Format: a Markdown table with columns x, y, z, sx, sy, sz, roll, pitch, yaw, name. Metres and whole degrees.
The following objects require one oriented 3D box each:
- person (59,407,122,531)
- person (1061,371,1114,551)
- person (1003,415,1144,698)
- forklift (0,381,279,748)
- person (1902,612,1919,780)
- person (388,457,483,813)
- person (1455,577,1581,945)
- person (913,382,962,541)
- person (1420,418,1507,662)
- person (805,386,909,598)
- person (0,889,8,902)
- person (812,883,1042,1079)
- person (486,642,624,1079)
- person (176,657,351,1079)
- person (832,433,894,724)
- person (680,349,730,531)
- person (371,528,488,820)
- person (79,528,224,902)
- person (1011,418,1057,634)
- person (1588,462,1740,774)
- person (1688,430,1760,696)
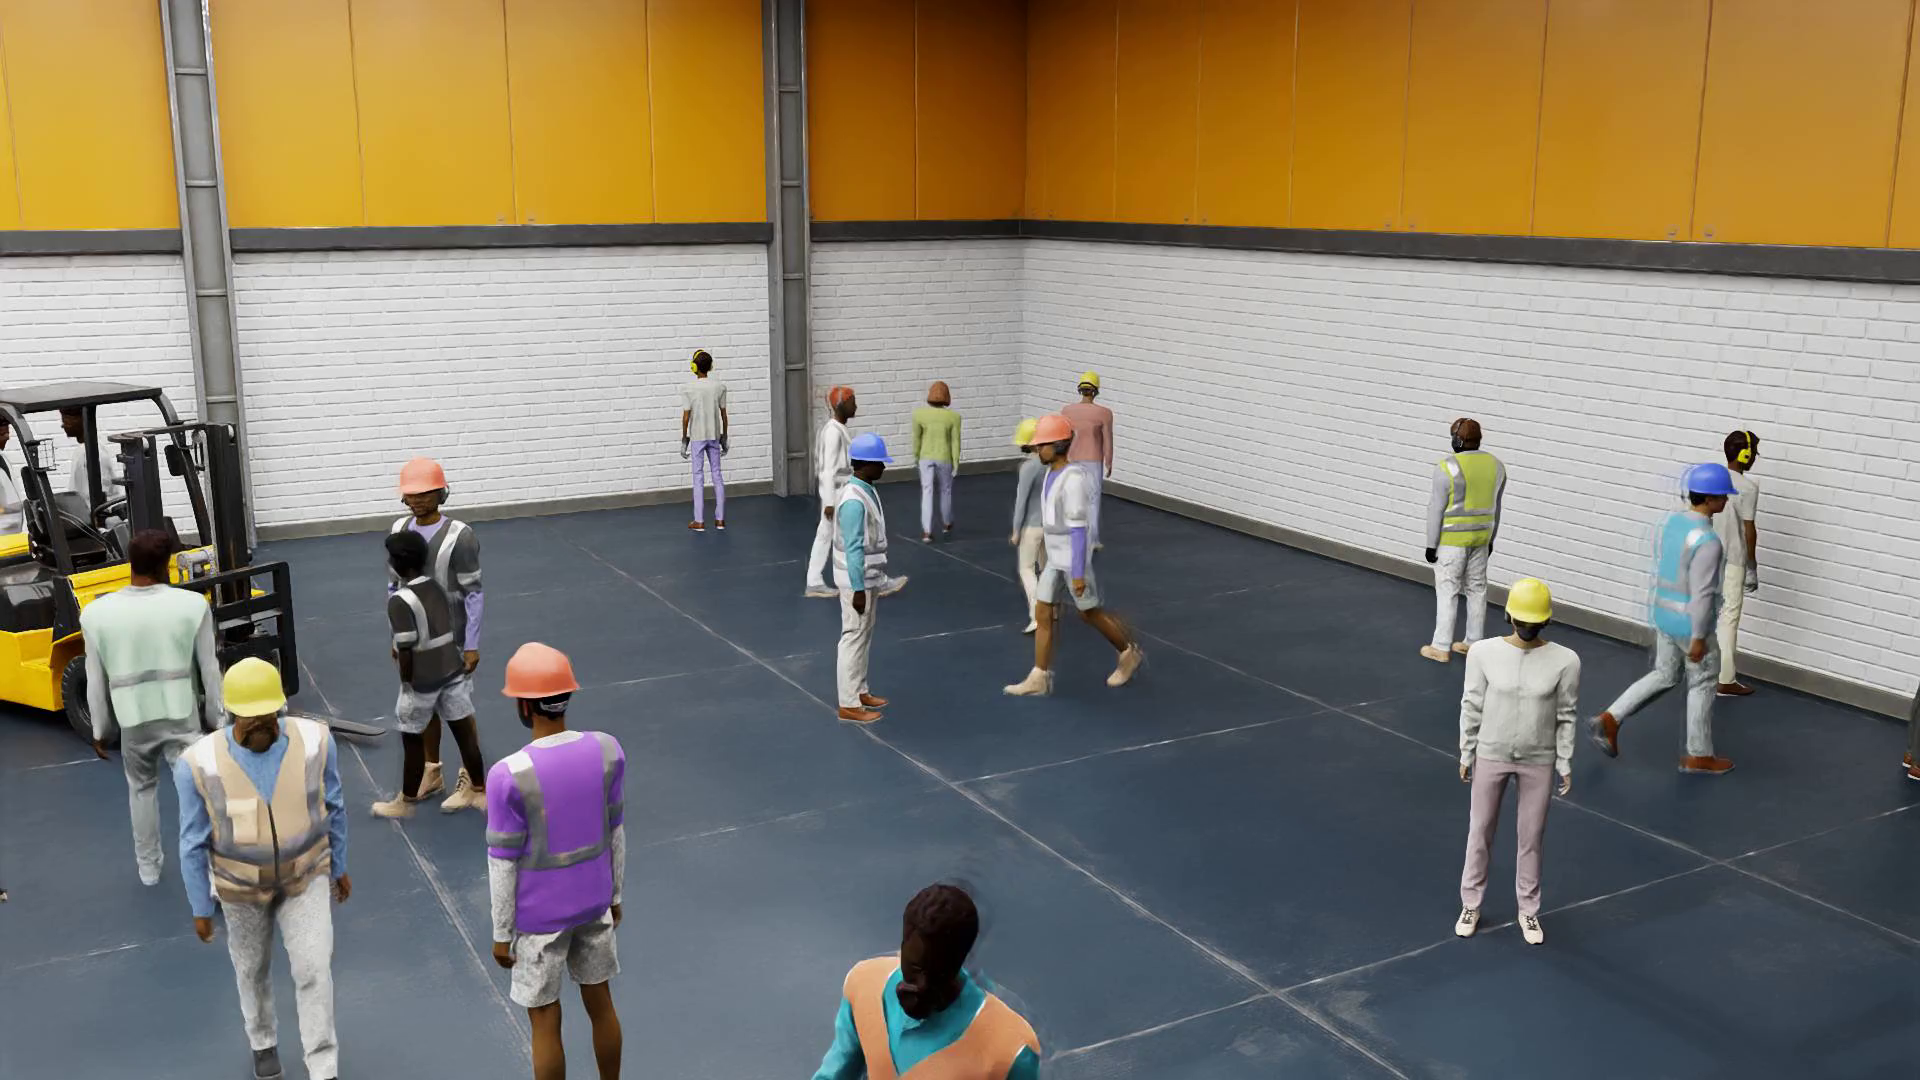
| x | y | z | sx | sy | sz | roll | pitch | yaw | name |
| --- | --- | --- | --- | --- | --- | --- | --- | --- | --- |
| -6.700 | -0.155 | 12.886 | 0.389 | 1.960 | 0.614 | -7 | 14 | -28 | person |
| 1.236 | -0.769 | 16.243 | 0.532 | 1.756 | 0.344 | 4 | 13 | 16 | person |
| 0.838 | 0.114 | 11.576 | 1.027 | 1.996 | 0.675 | -4 | 13 | -17 | person |
| -5.853 | 0.085 | 11.199 | 2.313 | 2.155 | 1.214 | 7 | 14 | 28 | forklift |
| 5.904 | 0.522 | 9.920 | 0.327 | 1.872 | 0.516 | 6 | 13 | 24 | person |
| -2.994 | 0.537 | 9.432 | 0.615 | 2.043 | 0.372 | 5 | 13 | 23 | person |
| 2.604 | 1.029 | 7.793 | 0.523 | 1.766 | 0.320 | 3 | 12 | 15 | person |
| -0.231 | -0.807 | 16.806 | 0.500 | 1.588 | 0.858 | 1 | 12 | 5 | person |
| 3.750 | 0.001 | 12.452 | 0.626 | 1.836 | 0.430 | -5 | 13 | -21 | person |
| -0.913 | -0.394 | 14.277 | 0.941 | 1.836 | 0.607 | 0 | 12 | -1 | person |
| -5.203 | 0.869 | 8.140 | 0.842 | 1.939 | 0.610 | 1 | 12 | 4 | person |
| -0.116 | 1.736 | 4.285 | 1.025 | 1.841 | 0.626 | -11 | 16 | -42 | person |
| -1.474 | 1.316 | 6.056 | 0.387 | 1.930 | 0.545 | 12 | 17 | 43 | person |
| -2.637 | 1.316 | 6.370 | 0.606 | 1.794 | 0.822 | -6 | 14 | -28 | person |
| -0.641 | 0.248 | 11.053 | 0.417 | 1.938 | 0.603 | 1 | 12 | 6 | person |
| -2.641 | -1.030 | 17.182 | 0.528 | 1.876 | 0.323 | -6 | 13 | -26 | person |
| -3.005 | 0.761 | 9.287 | 0.477 | 1.688 | 0.583 | 4 | 13 | 17 | person |
| -3.985 | 0.884 | 8.257 | 0.616 | 1.908 | 0.722 | -5 | 13 | -23 | person |
| 0.649 | -0.128 | 13.301 | 0.492 | 1.732 | 0.598 | 10 | 15 | 38 | person |
| 4.301 | 0.472 | 10.014 | 0.776 | 1.926 | 0.606 | -1 | 12 | -3 | person |
| 5.373 | 0.163 | 11.639 | 0.326 | 1.857 | 0.518 | -5 | 13 | -22 | person |
